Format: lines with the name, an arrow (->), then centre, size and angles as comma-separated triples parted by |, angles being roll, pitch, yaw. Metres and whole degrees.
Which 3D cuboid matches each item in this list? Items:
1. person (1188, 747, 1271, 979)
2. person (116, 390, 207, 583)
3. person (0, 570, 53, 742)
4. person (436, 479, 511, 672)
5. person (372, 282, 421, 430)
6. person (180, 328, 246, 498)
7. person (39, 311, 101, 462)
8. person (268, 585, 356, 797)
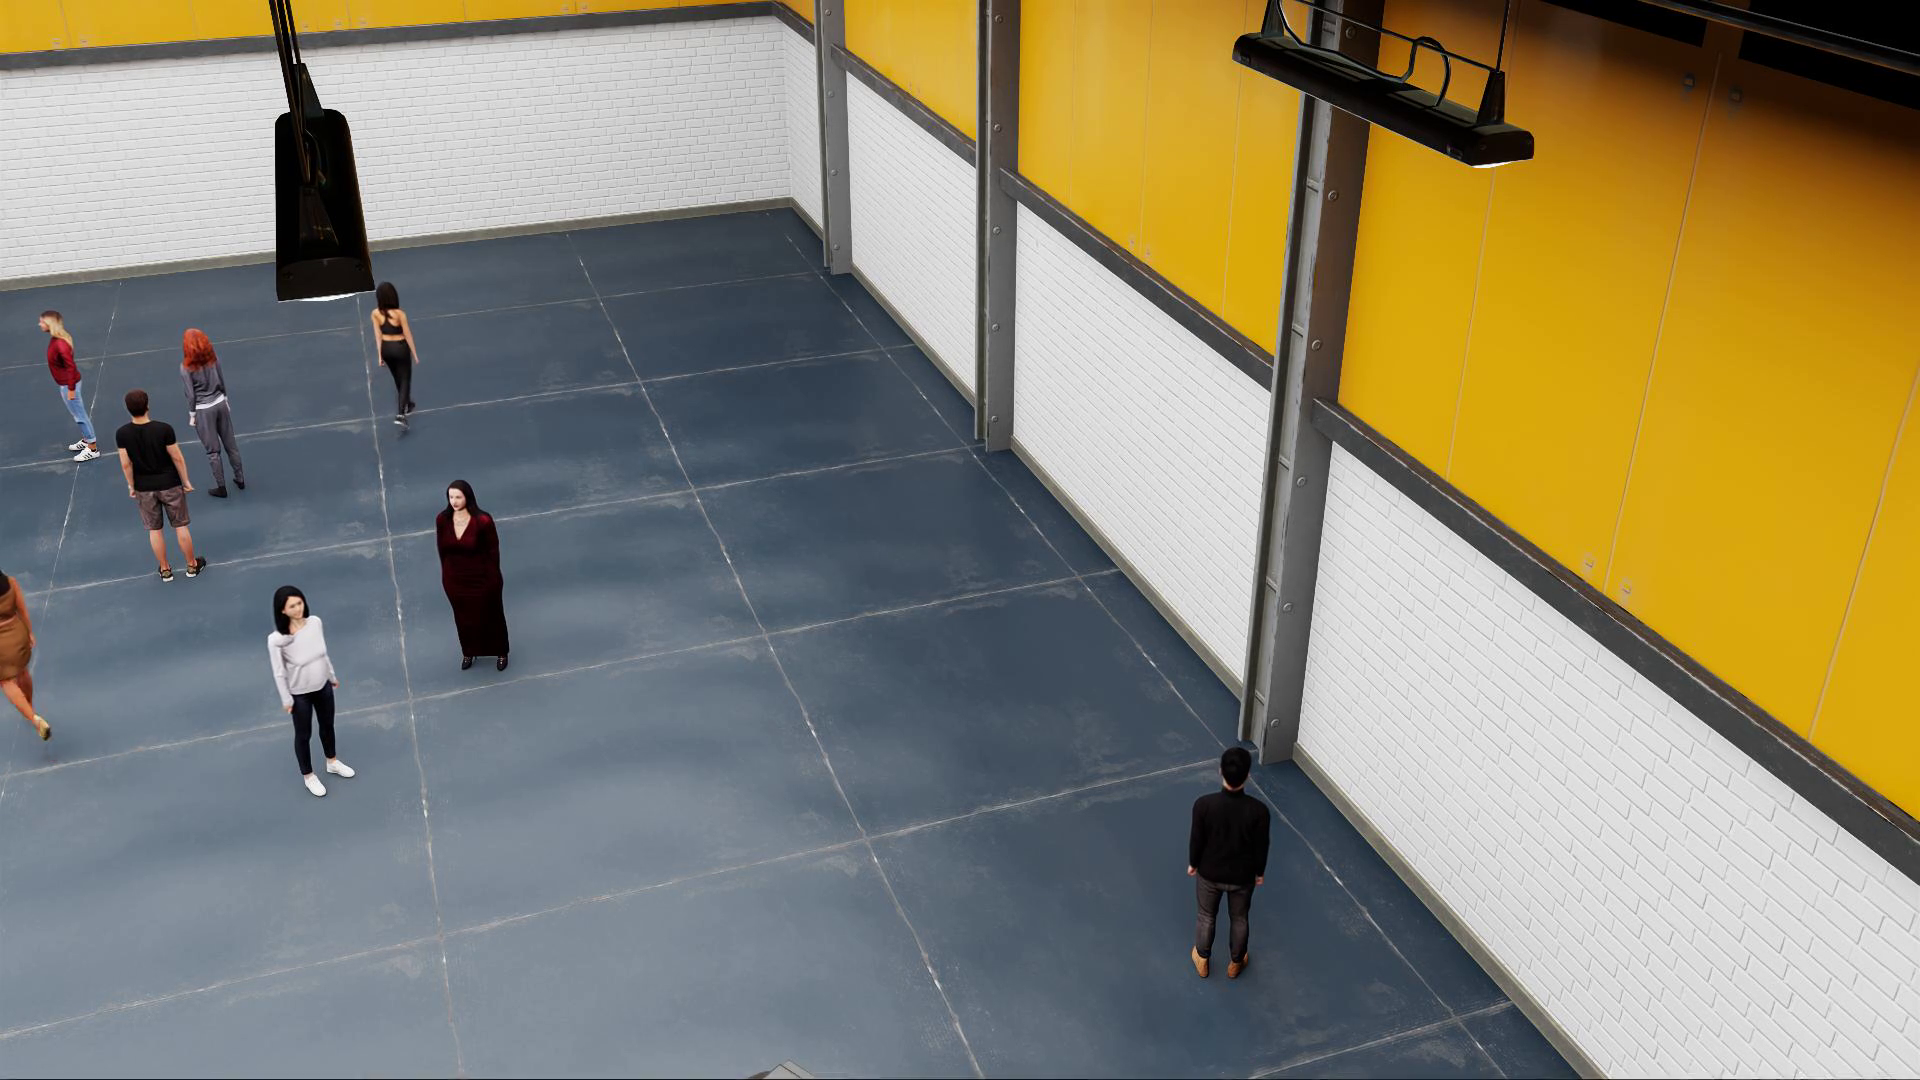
person -> 1.699, 2.063, 10.569 | 0.726, 1.722, 0.717 | 5, 29, 8
person -> -7.306, -0.500, 15.122 | 0.685, 1.861, 0.557 | -9, 30, -16
person -> -7.367, 0.840, 12.871 | 1.075, 1.664, 0.884 | 22, 36, 35
person -> -4.041, 0.290, 13.783 | 0.747, 1.757, 0.742 | 2, 29, 4
person -> -6.151, -1.985, 18.101 | 0.831, 1.616, 1.113 | 2, 29, 3
person -> -7.503, -1.283, 16.644 | 0.684, 1.780, 0.658 | 18, 33, 29
person -> -9.346, -1.641, 17.452 | 0.700, 1.634, 0.519 | -15, 32, -26
person -> -4.857, 1.090, 12.377 | 0.749, 1.700, 0.710 | 17, 33, 28
